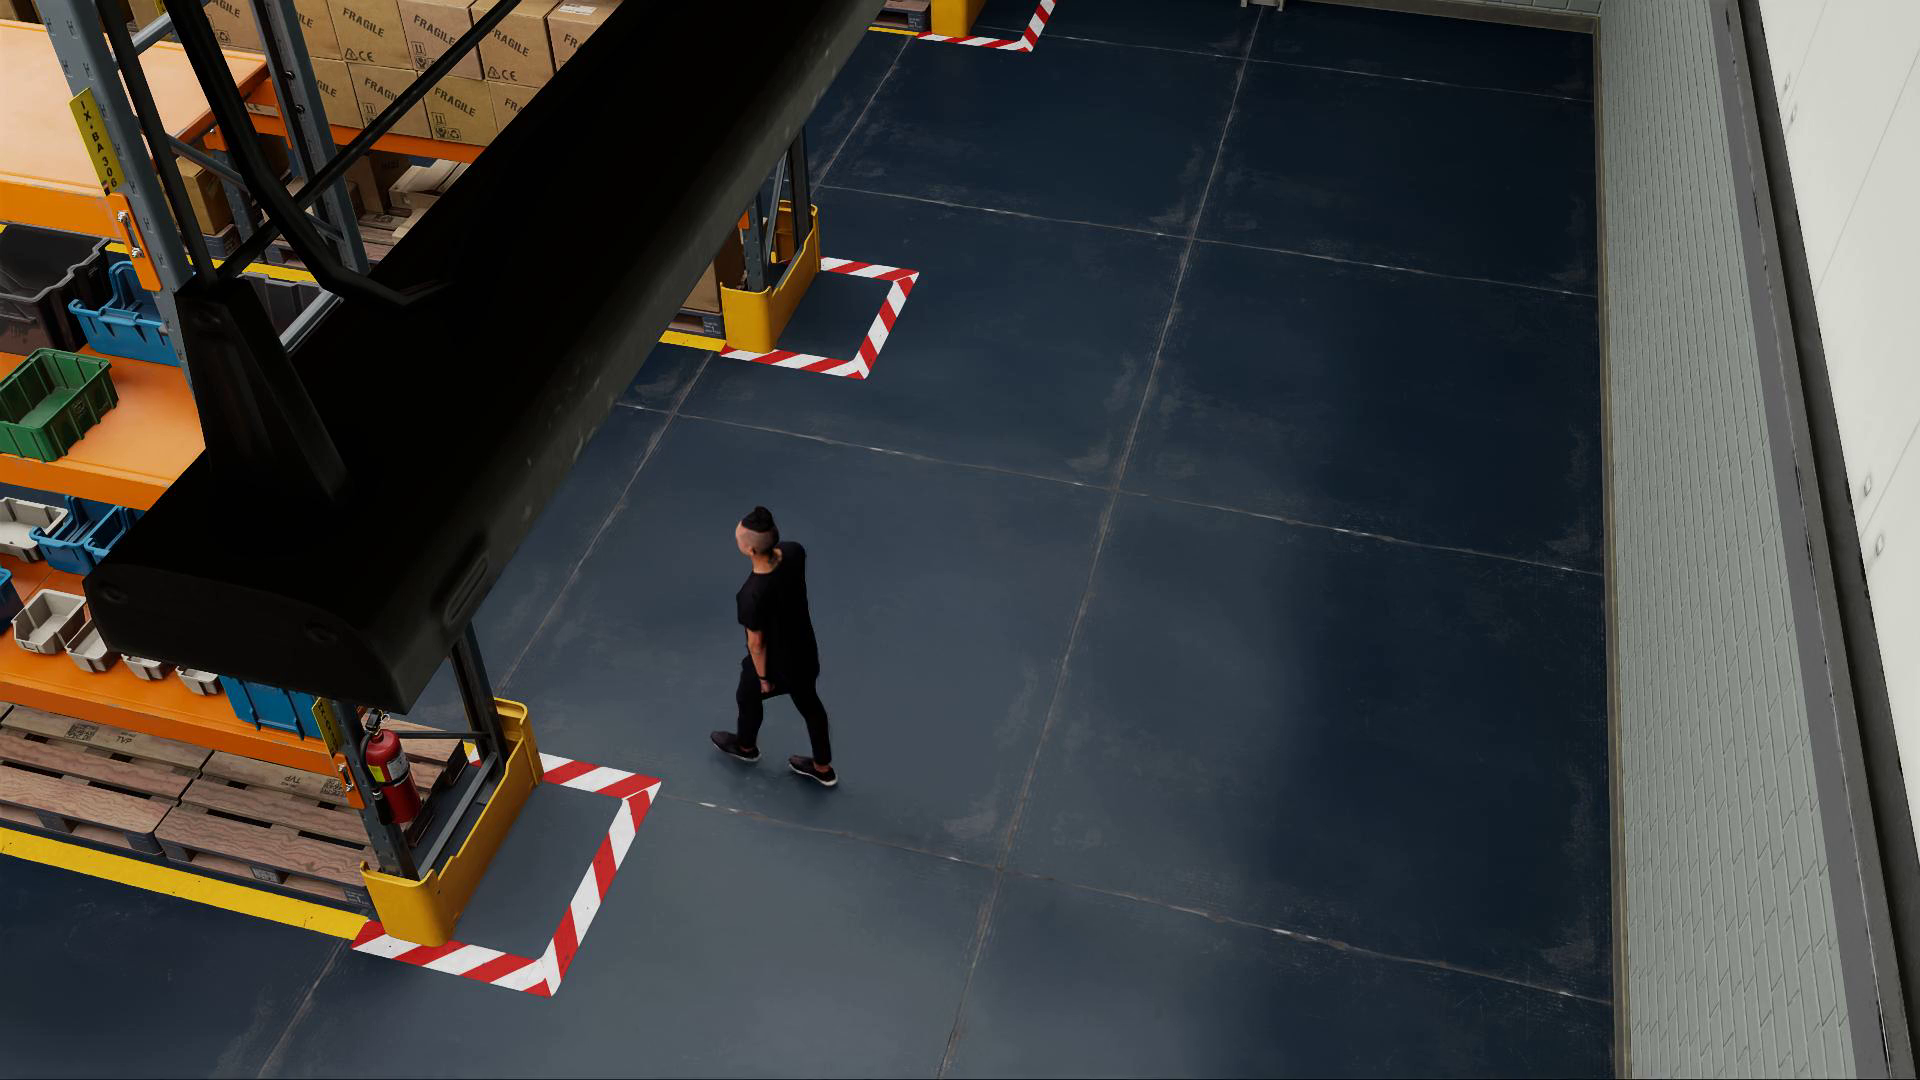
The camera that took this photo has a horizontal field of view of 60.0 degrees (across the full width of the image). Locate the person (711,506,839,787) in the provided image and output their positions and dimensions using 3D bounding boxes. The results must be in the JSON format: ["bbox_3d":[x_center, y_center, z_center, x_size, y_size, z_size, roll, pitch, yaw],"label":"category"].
[{"bbox_3d":[-0.808,0.572,8.217,1.039,1.843,0.838,23,48,22],"label":"person"}]
